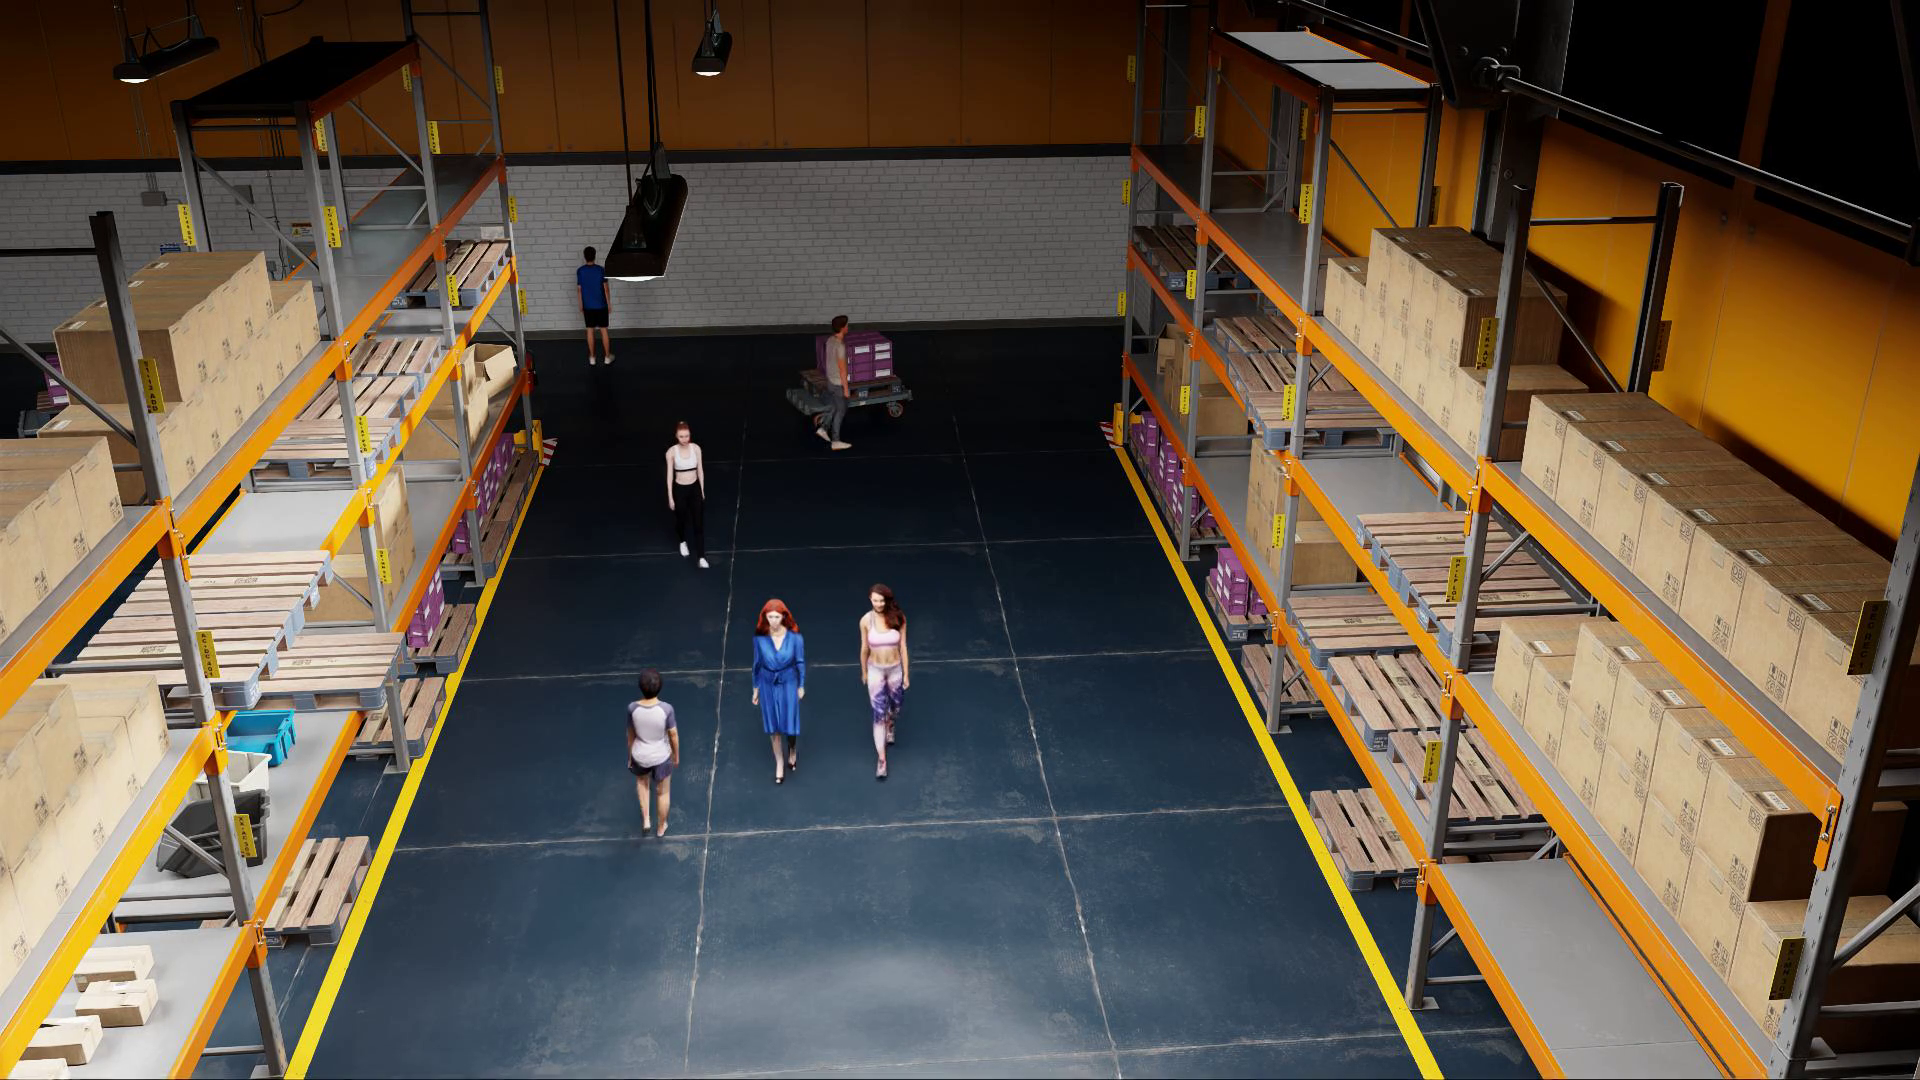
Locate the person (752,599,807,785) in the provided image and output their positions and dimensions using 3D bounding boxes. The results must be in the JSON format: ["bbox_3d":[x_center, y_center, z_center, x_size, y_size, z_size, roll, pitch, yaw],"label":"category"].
[{"bbox_3d":[-1.591,1.308,14.750,0.672,1.817,0.717,2,24,4],"label":"person"}]

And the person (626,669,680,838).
[{"bbox_3d":[-2.587,1.821,13.908,0.608,1.552,0.577,1,24,1],"label":"person"}]

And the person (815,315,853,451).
[{"bbox_3d":[-1.746,-2.113,22.501,0.870,1.877,0.779,-7,24,-15],"label":"person"}]

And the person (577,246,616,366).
[{"bbox_3d":[-5.745,-3.699,26.143,0.622,1.865,0.555,-2,24,-4],"label":"person"}]

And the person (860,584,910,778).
[{"bbox_3d":[-0.673,1.199,15.092,0.606,1.744,1.046,-4,24,-9],"label":"person"}]

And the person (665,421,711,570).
[{"bbox_3d":[-3.176,-0.539,19.129,0.863,1.693,1.228,-10,25,-21],"label":"person"}]
